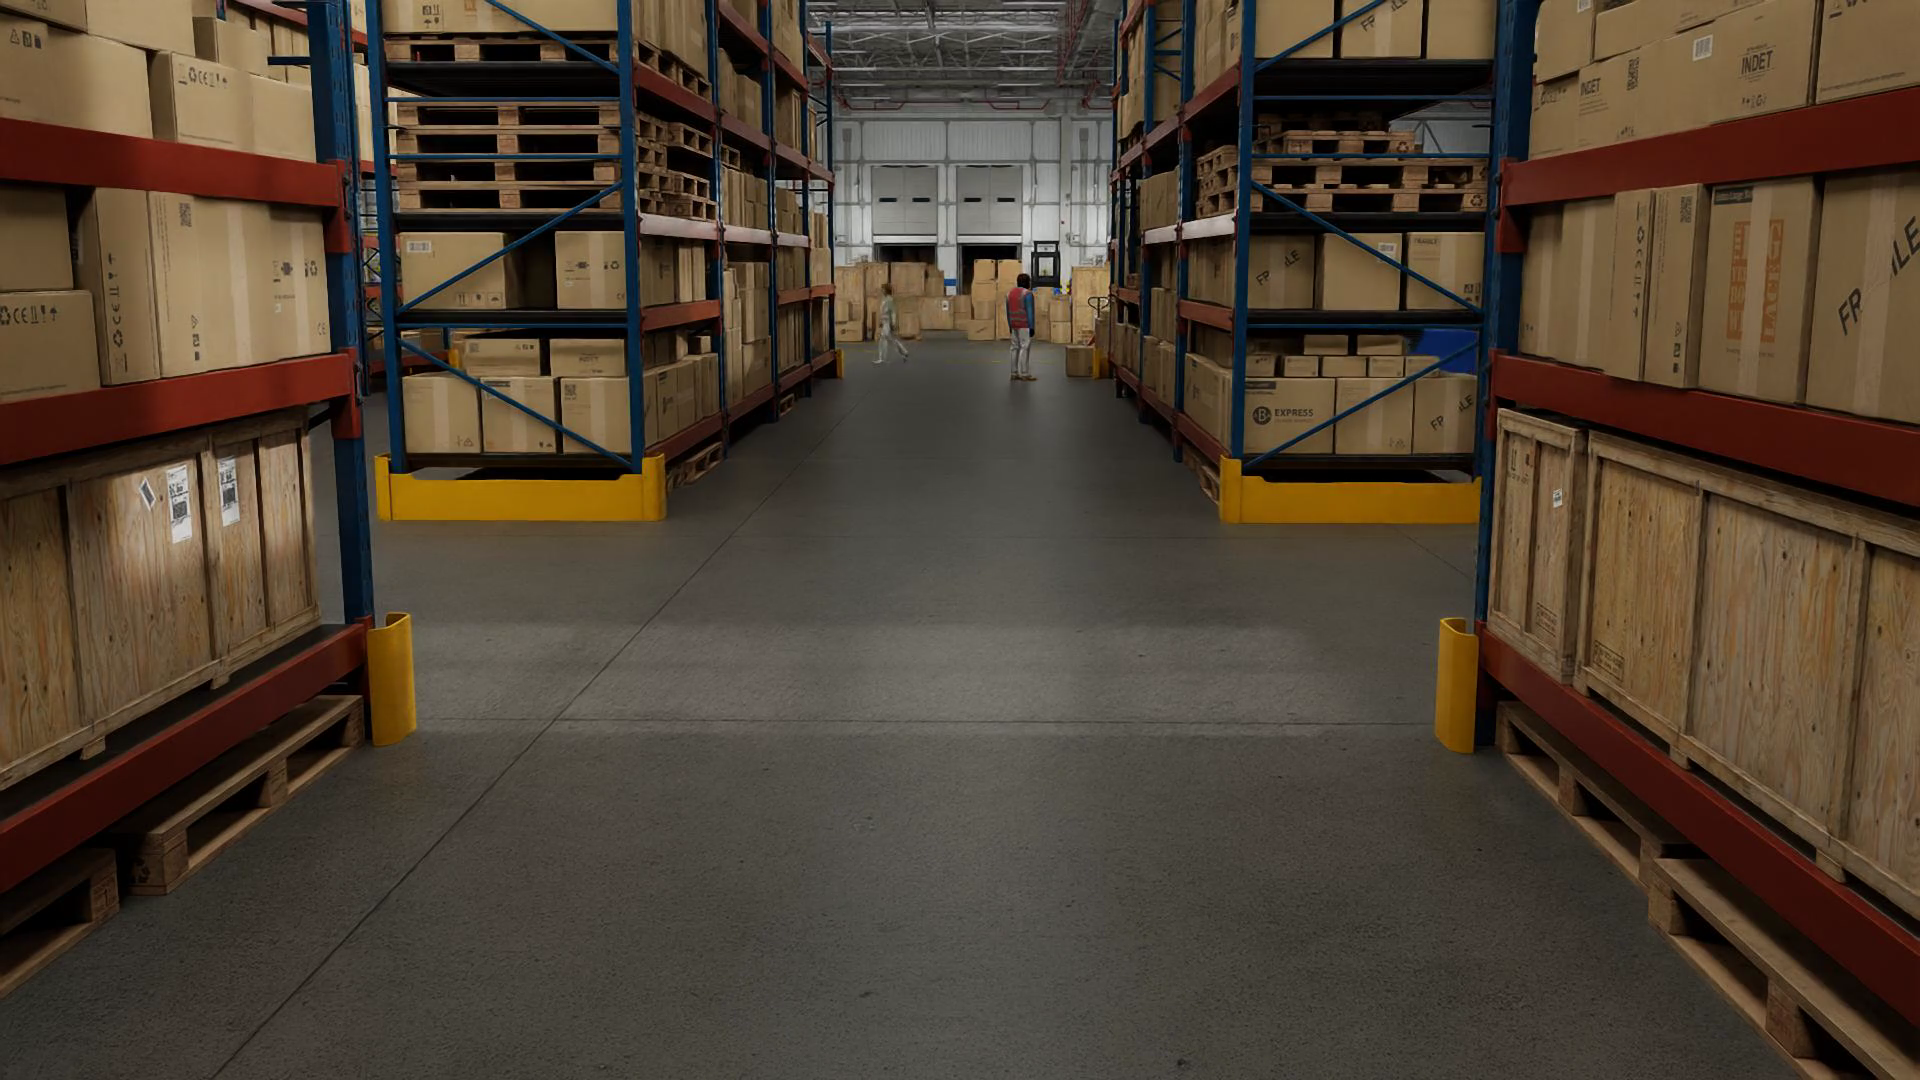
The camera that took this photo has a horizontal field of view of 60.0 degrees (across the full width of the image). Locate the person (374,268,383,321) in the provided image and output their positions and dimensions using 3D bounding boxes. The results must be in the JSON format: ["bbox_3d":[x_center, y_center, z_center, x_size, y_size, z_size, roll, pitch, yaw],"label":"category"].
[{"bbox_3d":[-19.873,-8.507,57.401,0.624,1.907,0.557,-7,12,-37],"label":"person"}]

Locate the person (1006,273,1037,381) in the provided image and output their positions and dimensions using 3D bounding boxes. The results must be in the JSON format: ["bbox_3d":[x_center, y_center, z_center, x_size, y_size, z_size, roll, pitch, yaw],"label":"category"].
[{"bbox_3d":[1.071,-3.647,28.530,0.429,1.837,0.632,-7,12,-37],"label":"person"}]

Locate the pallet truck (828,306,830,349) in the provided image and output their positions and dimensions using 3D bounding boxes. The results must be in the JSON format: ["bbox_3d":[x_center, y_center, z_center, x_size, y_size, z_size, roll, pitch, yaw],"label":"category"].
[{"bbox_3d":[-3.100,-3.940,29.800,1.885,1.965,0.823,3,10,19],"label":"pallet truck"}]

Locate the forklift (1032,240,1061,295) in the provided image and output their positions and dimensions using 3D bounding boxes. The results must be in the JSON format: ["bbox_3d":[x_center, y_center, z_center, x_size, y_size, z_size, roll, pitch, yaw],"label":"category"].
[{"bbox_3d":[3.172,-9.648,61.356,1.129,2.768,1.873,0,9,1],"label":"forklift"}]

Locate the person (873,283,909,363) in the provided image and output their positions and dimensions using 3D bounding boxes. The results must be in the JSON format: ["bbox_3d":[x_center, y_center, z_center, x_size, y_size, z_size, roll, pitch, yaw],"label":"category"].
[{"bbox_3d":[-1.393,-4.355,33.435,0.699,1.612,0.521,-2,10,-12],"label":"person"}]

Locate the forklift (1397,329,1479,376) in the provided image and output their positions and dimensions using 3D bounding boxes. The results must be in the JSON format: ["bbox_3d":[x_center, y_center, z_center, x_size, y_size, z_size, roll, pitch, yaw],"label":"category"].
[{"bbox_3d":[6.380,-3.357,23.673,1.873,2.768,1.129,0,9,1],"label":"forklift"}]
